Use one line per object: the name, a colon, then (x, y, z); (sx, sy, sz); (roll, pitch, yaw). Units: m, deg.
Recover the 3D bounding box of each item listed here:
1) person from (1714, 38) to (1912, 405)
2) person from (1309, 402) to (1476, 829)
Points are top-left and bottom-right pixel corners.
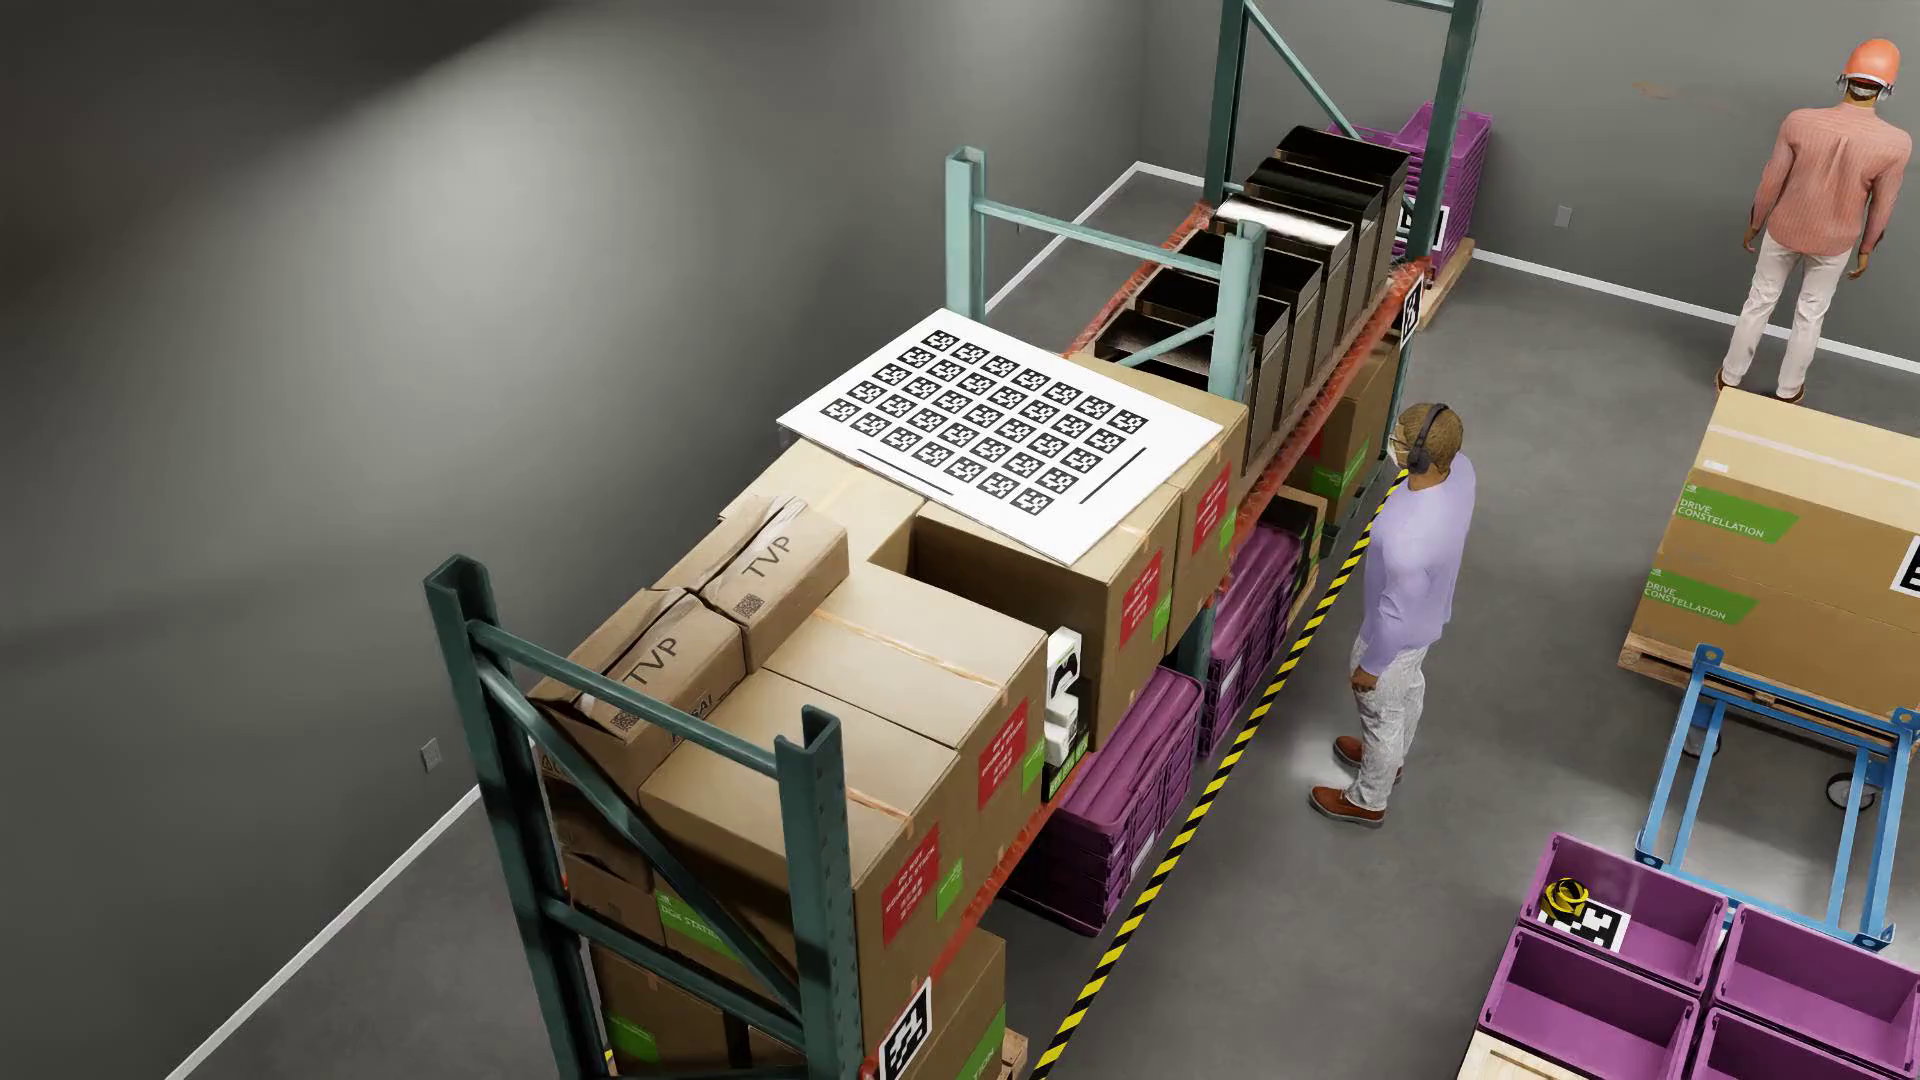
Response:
person: (4.313, -1.560, 8.415); (0.622, 1.990, 0.402); (20, 44, 22)
person: (1.641, 0.303, 6.236); (0.352, 1.937, 0.635); (20, 44, 22)
